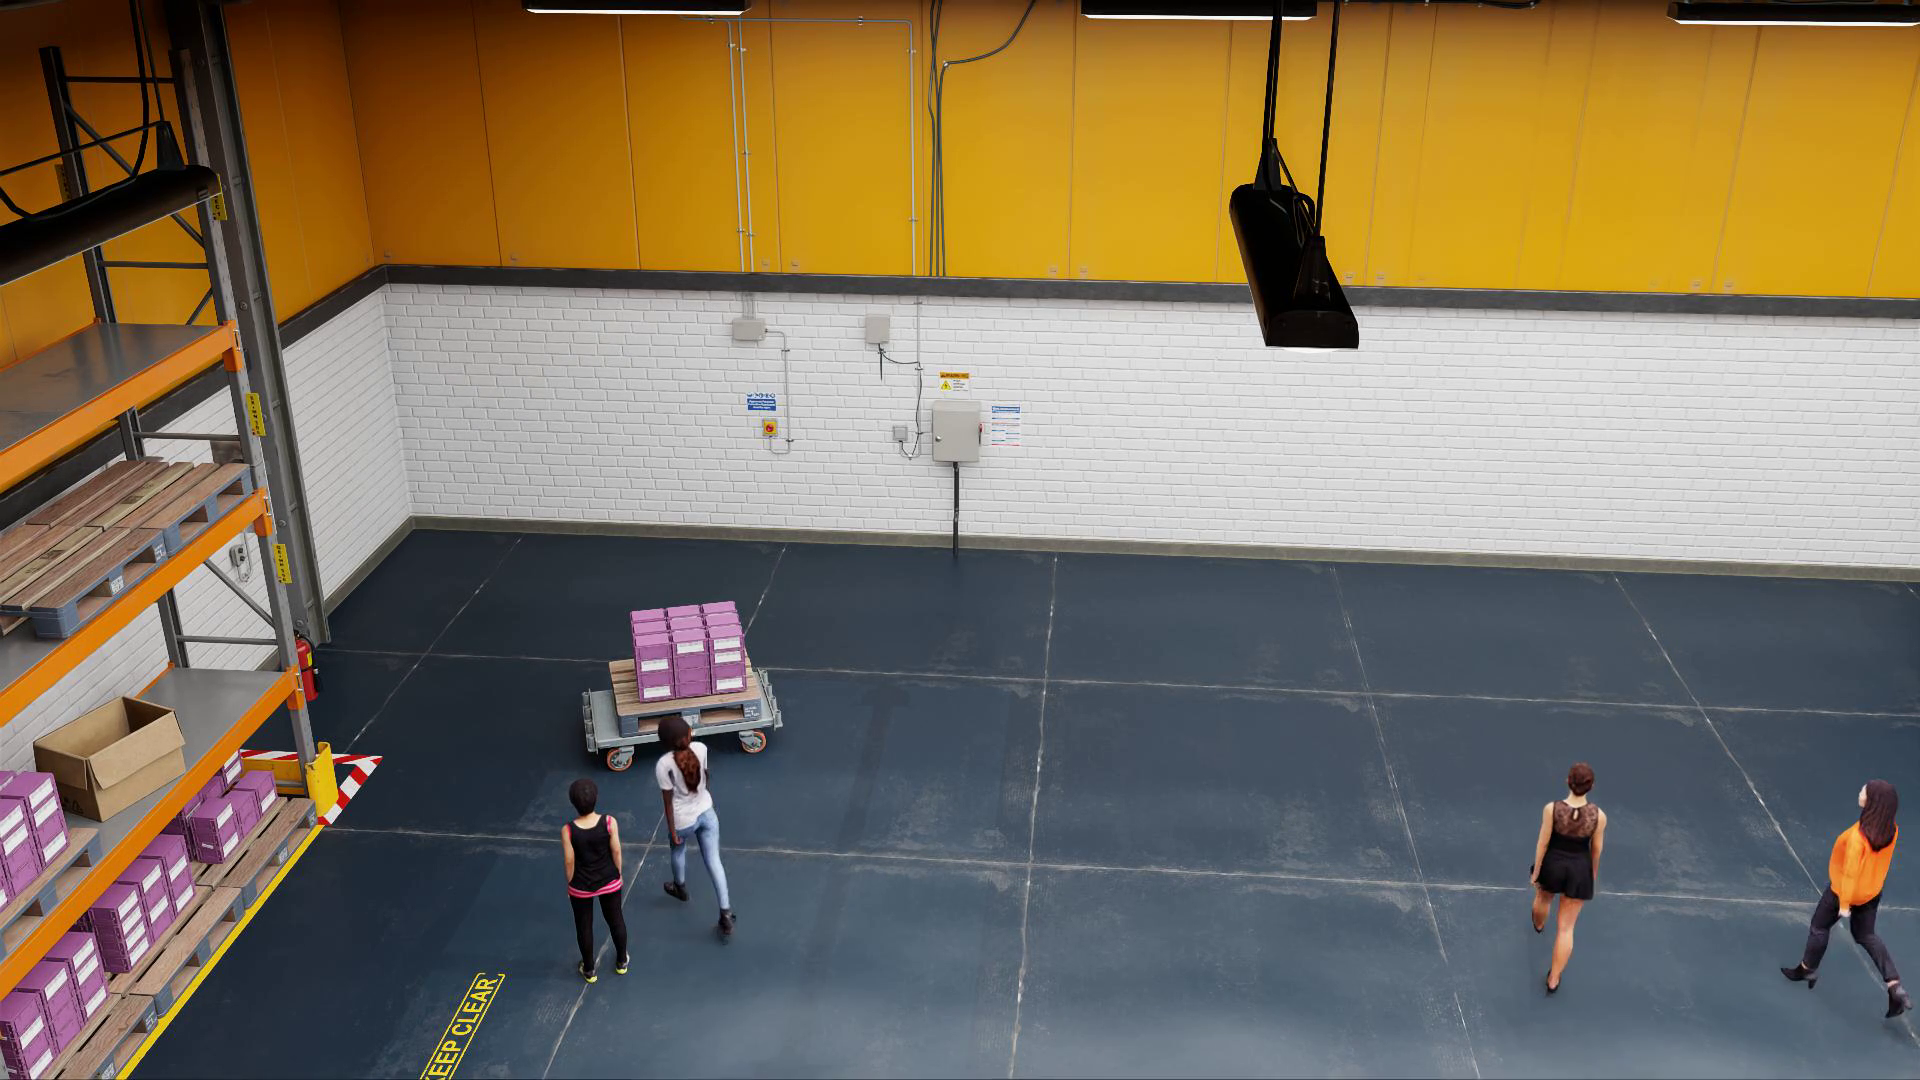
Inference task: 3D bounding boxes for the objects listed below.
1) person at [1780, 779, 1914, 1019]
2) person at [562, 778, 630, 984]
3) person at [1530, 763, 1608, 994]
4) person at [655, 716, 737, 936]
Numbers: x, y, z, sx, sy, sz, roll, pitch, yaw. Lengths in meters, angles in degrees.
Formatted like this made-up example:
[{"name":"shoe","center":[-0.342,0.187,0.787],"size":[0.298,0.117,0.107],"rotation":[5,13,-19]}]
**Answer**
[{"name":"person","center":[6.016,2.380,11.010],"size":[0.995,1.719,1.162],"rotation":[-13,27,-27]},{"name":"person","center":[-2.502,2.314,11.369],"size":[0.613,1.553,0.629],"rotation":[-9,25,-19]},{"name":"person","center":[4.100,2.311,11.275],"size":[0.781,1.634,1.141],"rotation":[8,25,18]},{"name":"person","center":[-1.856,2.041,11.841],"size":[1.053,1.677,1.159],"rotation":[-16,28,-32]}]
